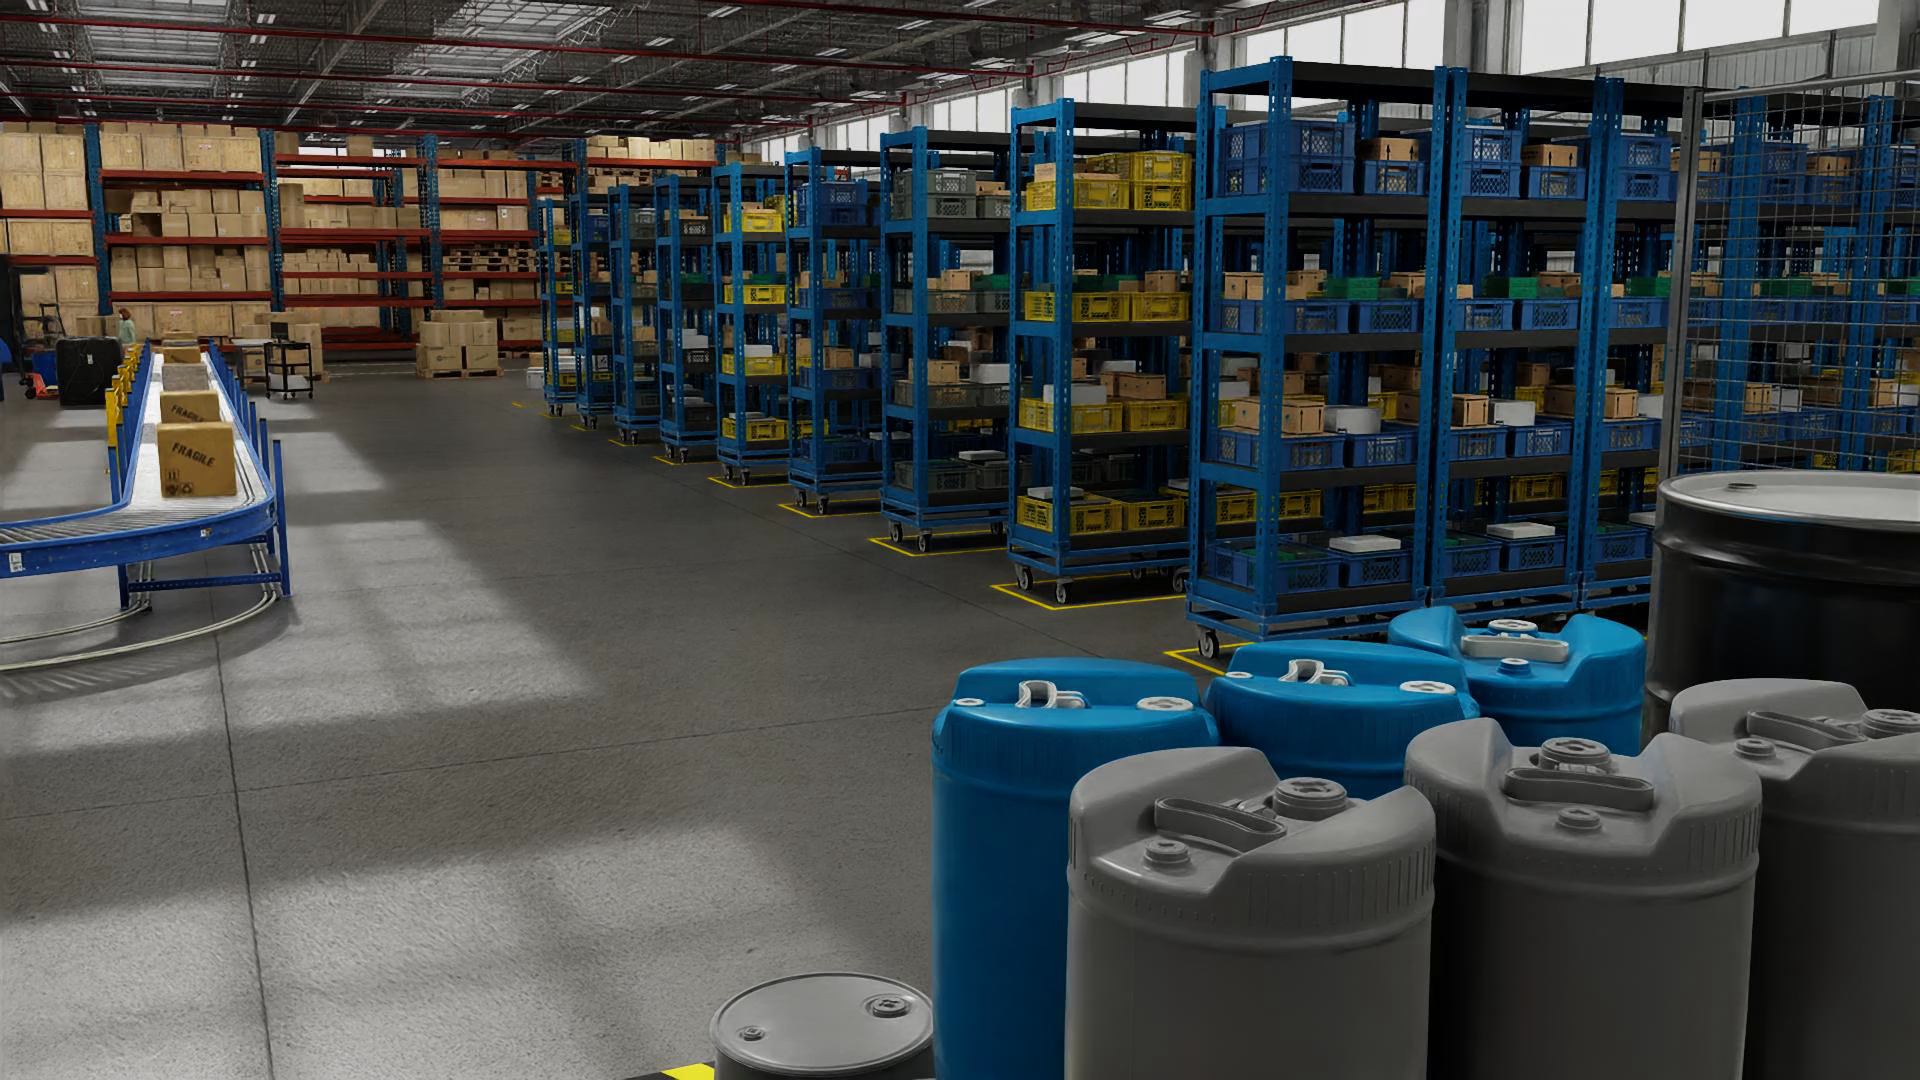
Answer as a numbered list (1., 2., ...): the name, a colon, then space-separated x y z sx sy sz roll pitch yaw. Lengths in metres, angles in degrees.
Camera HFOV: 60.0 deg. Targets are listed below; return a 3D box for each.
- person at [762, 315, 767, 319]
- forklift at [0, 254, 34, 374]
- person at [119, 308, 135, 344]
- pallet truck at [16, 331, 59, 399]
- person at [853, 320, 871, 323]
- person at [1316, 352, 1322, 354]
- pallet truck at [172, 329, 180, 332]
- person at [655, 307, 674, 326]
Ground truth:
1. person: -3.716 -3.770 32.561 0.455 1.878 0.733 -4 10 -24
2. forklift: -22.318 -5.268 38.771 1.873 2.768 1.129 -4 10 -25
3. person: -18.461 -4.340 36.897 0.503 1.625 0.284 7 11 35
4. pallet truck: -17.082 -3.353 31.781 1.630 1.274 0.653 -4 10 -25
5. person: -2.725 -5.880 46.247 0.501 1.688 0.917 1 9 4
6. person: 4.239 -1.747 20.207 0.562 1.825 0.470 -4 10 -25
7. pallet truck: -17.275 -3.851 35.096 1.601 1.201 0.680 0 9 1
8. person: -7.485 -5.401 42.628 0.612 1.901 0.969 7 11 36
